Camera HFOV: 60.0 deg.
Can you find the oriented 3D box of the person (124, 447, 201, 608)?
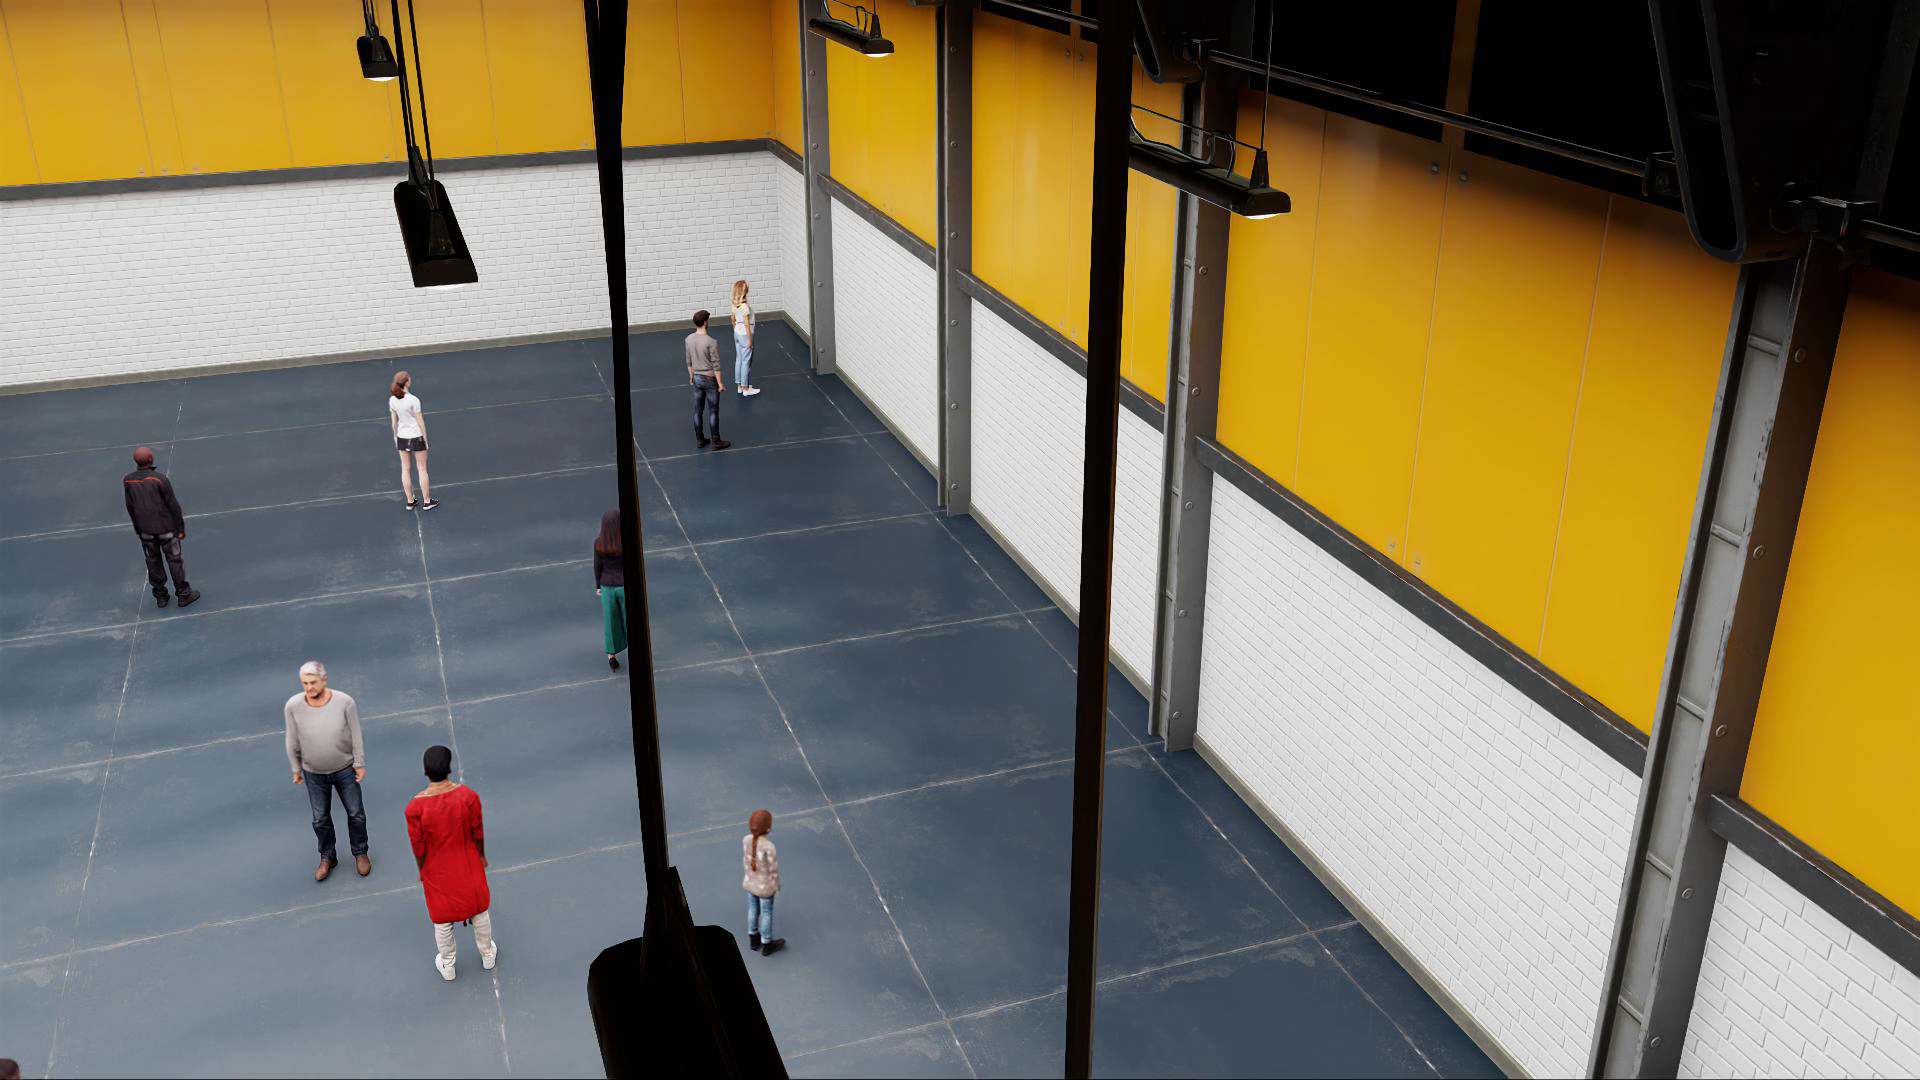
[{"bbox_3d":[-8.634,-0.147,17.890,0.773,1.825,0.721,-1,24,-2],"label":"person"}]

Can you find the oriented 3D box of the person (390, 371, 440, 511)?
[{"bbox_3d":[-6.753,-1.219,20.434,0.659,1.752,0.689,3,24,8],"label":"person"}]

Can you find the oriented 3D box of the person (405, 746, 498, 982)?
[{"bbox_3d":[-3.697,2.342,12.122,0.688,1.885,0.600,-10,26,-22],"label":"person"}]

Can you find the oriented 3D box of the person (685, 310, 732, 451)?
[{"bbox_3d":[-3.429,-2.149,22.371,0.758,1.903,0.825,11,26,25],"label":"person"}]

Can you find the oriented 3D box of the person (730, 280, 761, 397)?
[{"bbox_3d":[-3.194,-2.992,24.525,0.741,1.722,0.566,-15,28,-31],"label":"person"}]

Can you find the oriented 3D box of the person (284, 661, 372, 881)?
[{"bbox_3d":[-5.048,1.809,13.308,0.753,1.911,0.658,-5,24,-12],"label":"person"}]

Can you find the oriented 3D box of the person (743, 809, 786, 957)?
[{"bbox_3d":[-1.501,2.565,12.480,0.524,1.189,0.602,16,28,33],"label":"person"}]

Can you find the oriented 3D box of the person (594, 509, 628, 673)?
[{"bbox_3d":[-3.386,0.503,16.509,0.692,1.740,0.673,3,24,6],"label":"person"}]
